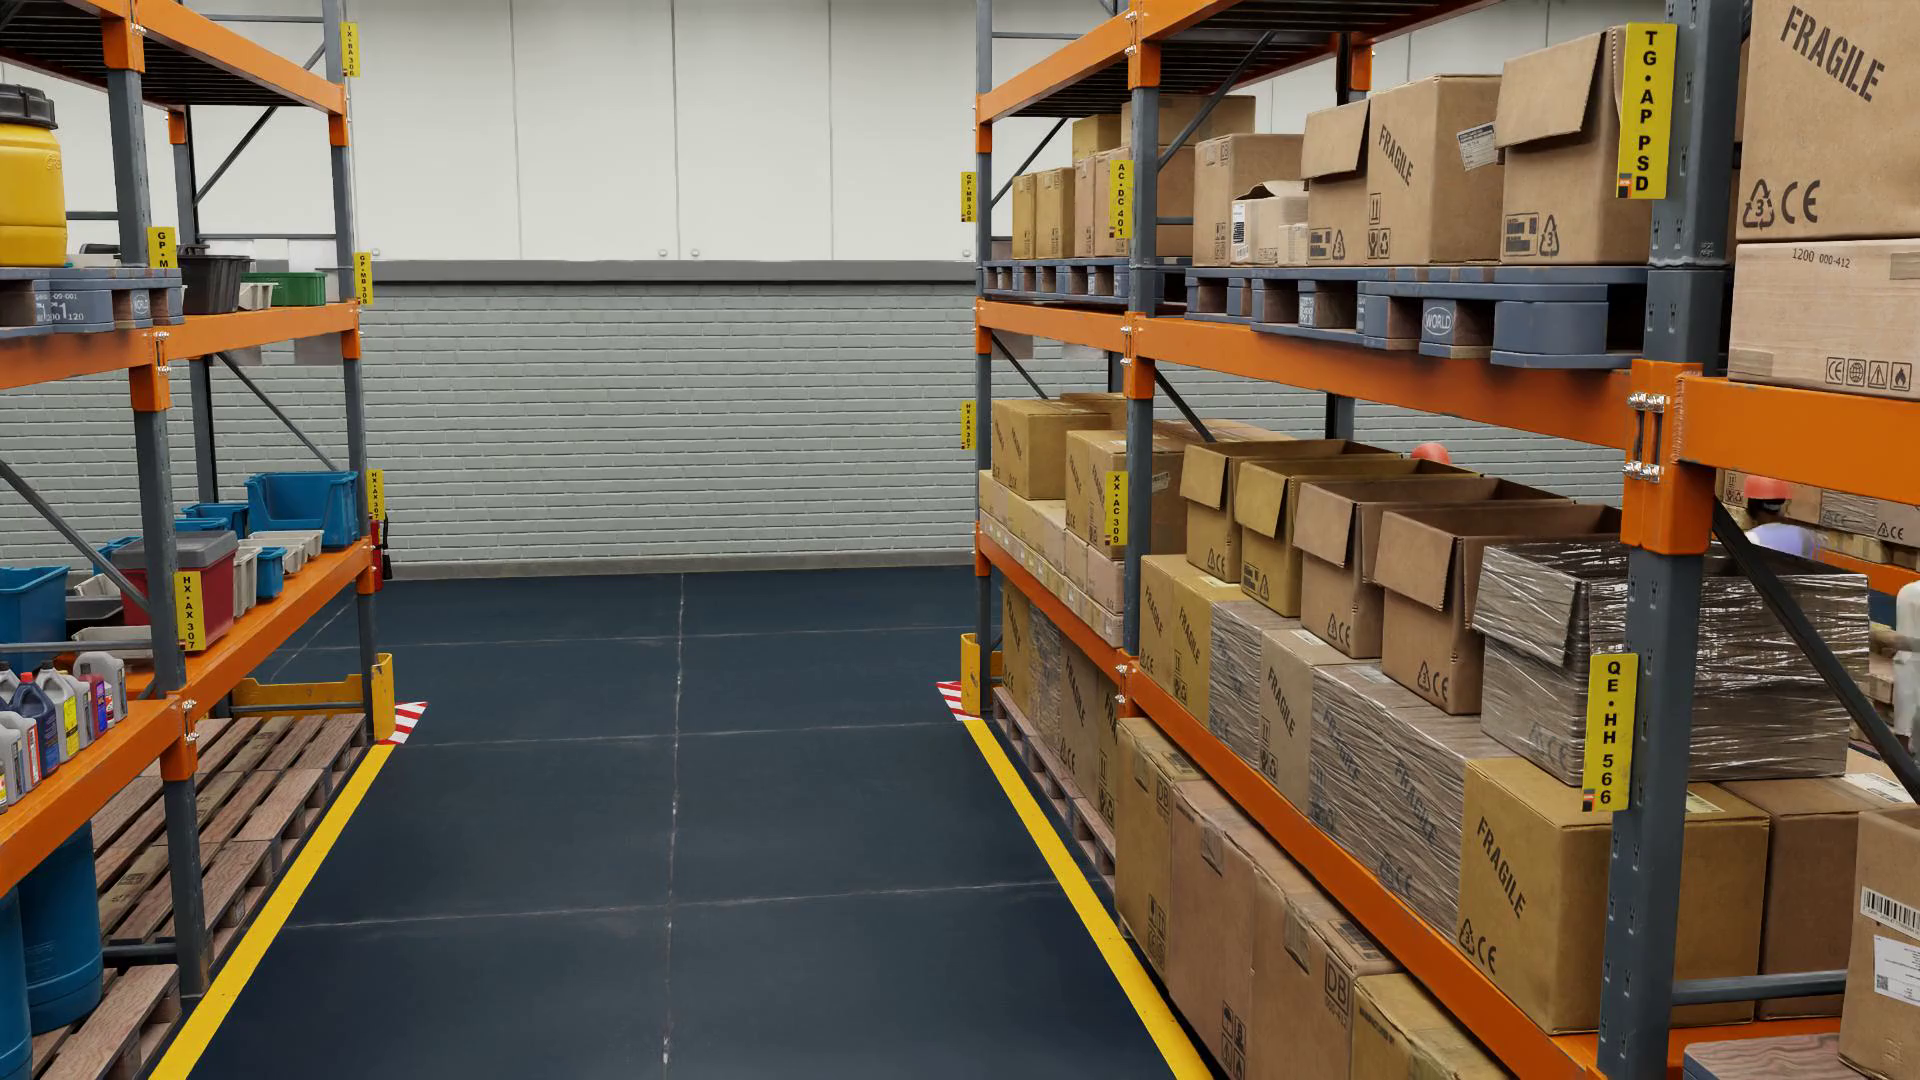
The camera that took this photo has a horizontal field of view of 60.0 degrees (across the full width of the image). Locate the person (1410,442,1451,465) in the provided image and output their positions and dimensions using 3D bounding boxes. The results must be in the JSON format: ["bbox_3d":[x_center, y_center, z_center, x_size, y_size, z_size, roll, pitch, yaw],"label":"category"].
[{"bbox_3d":[2.828,0.396,10.191,0.612,1.997,0.375,-6,11,-32],"label":"person"}]

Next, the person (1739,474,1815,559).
[{"bbox_3d":[4.729,0.530,9.688,0.543,1.903,0.949,-1,9,-9],"label":"person"}]

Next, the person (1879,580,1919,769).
[{"bbox_3d":[4.621,0.793,7.787,0.634,1.985,1.071,0,9,-2],"label":"person"}]
